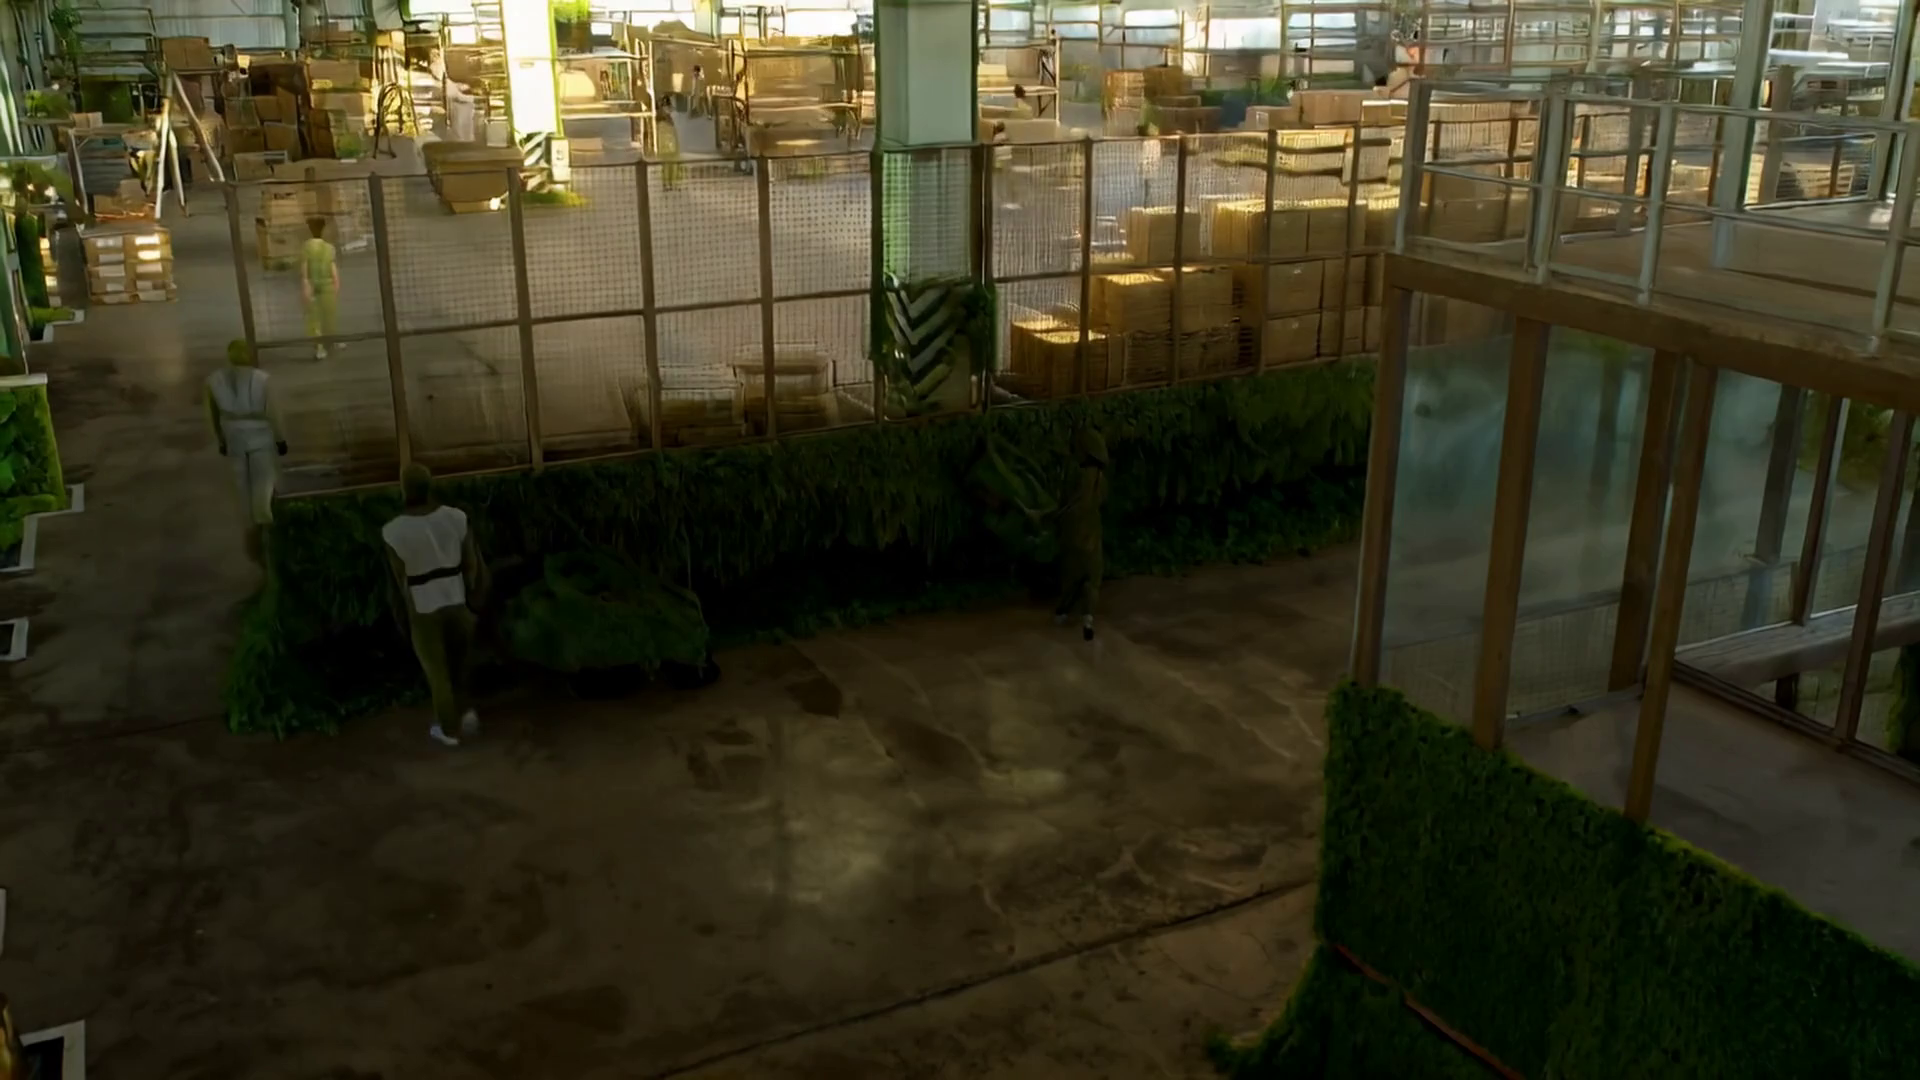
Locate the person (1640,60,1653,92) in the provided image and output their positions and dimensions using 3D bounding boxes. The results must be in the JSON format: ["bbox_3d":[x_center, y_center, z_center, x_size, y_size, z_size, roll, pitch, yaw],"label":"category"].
[{"bbox_3d":[22.593,-14.815,54.929,0.613,2.023,0.606,-13,23,-34],"label":"person"}]

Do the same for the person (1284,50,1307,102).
[{"bbox_3d":[12.671,-17.392,62.468,0.765,1.969,0.615,-4,19,-12],"label":"person"}]

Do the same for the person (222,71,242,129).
[{"bbox_3d":[-22.873,-13.810,52.291,0.569,1.847,1.053,-13,23,-34],"label":"person"}]

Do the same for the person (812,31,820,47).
[{"bbox_3d":[-7.044,-23.810,81.125,0.525,1.927,0.553,-12,22,-30],"label":"person"}]

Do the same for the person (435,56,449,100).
[{"bbox_3d":[-19.925,-17.786,64.034,0.536,1.678,0.675,-1,19,-4],"label":"person"}]

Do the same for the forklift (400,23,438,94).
[{"bbox_3d":[-22.112,-19.218,66.378,1.129,2.768,1.873,13,23,33],"label":"forklift"}]

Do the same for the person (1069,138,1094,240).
[{"bbox_3d":[2.297,-6.634,31.426,0.354,1.877,0.574,-15,24,-38],"label":"person"}]

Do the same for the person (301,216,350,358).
[{"bbox_3d":[-8.430,-3.357,22.017,0.540,1.818,0.971,0,19,-1],"label":"person"}]

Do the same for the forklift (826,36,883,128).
[{"bbox_3d":[-3.320,-14.655,53.151,1.873,2.768,1.129,-9,21,-25],"label":"forklift"}]

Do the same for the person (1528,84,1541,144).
[{"bbox_3d":[16.639,-12.313,48.148,0.535,1.697,0.322,-14,23,-35],"label":"person"}]

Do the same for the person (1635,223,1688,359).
[{"bbox_3d":[9.100,-3.218,21.466,0.584,1.906,0.602,-14,23,-35],"label":"person"}]

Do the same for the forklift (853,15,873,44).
[{"bbox_3d":[-4.405,-22.819,76.819,1.129,2.768,1.873,-6,20,-17],"label":"forklift"}]

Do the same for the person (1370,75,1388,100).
[{"bbox_3d":[12.285,-12.671,48.836,0.611,1.935,0.921,-7,20,-20],"label":"person"}]

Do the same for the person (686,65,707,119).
[{"bbox_3d":[-8.916,-15.168,56.306,0.959,1.793,0.698,-13,23,-34],"label":"person"}]

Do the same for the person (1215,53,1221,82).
[{"bbox_3d":[11.467,-21.534,74.530,0.542,1.929,0.374,16,24,38],"label":"person"}]

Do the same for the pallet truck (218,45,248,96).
[{"bbox_3d":[-28.879,-18.665,66.111,0.823,1.965,1.885,-3,19,-9],"label":"pallet truck"}]

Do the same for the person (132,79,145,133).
[{"bbox_3d":[-25.384,-13.403,51.414,0.525,1.632,0.318,4,20,13],"label":"person"}]

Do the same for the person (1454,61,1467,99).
[{"bbox_3d":[16.866,-15.101,55.889,0.661,1.915,0.645,5,20,14],"label":"person"}]

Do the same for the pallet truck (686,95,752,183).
[{"bbox_3d":[-5.836,-9.608,39.856,0.823,1.965,1.885,10,22,27],"label":"pallet truck"}]

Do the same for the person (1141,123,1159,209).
[{"bbox_3d":[3.904,-7.595,34.187,0.354,1.886,0.573,3,19,10],"label":"person"}]

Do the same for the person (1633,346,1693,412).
[{"bbox_3d":[6.969,-1.448,16.490,0.885,1.805,0.512,-17,25,-40],"label":"person"}]

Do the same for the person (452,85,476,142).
[{"bbox_3d":[-13.567,-11.511,45.559,0.641,1.890,1.033,-10,21,-27],"label":"person"}]

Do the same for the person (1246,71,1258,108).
[{"bbox_3d":[9.784,-14.873,55.676,0.366,1.624,0.511,13,23,33],"label":"person"}]

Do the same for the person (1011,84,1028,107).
[{"bbox_3d":[1.483,-10.948,43.673,0.704,2.000,0.699,4,19,11],"label":"person"}]

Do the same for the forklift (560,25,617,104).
[{"bbox_3d":[-14.055,-17.891,62.534,1.873,2.768,1.129,-9,21,-25],"label":"forklift"}]

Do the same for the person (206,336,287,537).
[{"bbox_3d":[-6.406,-0.927,14.962,0.639,1.821,0.685,2,19,5],"label":"person"}]

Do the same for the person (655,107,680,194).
[{"bbox_3d":[-6.630,-8.847,37.767,0.588,1.919,0.390,12,22,30],"label":"person"}]

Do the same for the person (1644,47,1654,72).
[{"bbox_3d":[28.647,-19.657,69.335,0.315,1.767,0.533,-11,22,-29],"label":"person"}]

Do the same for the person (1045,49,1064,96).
[{"bbox_3d":[3.731,-18.744,66.492,0.966,1.905,0.643,17,26,41],"label":"person"}]

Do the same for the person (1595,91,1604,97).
[{"bbox_3d":[16.147,-10.407,42.258,0.542,1.939,0.362,-4,19,-11],"label":"person"}]

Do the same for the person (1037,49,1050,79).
[{"bbox_3d":[3.841,-21.935,76.110,0.530,1.647,0.882,13,23,32],"label":"person"}]

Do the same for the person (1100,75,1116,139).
[{"bbox_3d":[4.435,-12.938,49.722,0.511,1.860,0.325,14,24,36],"label":"person"}]

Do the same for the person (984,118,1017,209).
[{"bbox_3d":[0.841,-8.009,35.382,0.989,1.897,0.617,10,21,26],"label":"person"}]

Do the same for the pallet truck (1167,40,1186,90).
[{"bbox_3d":[9.045,-19.971,69.895,0.823,1.965,1.885,-3,19,-8],"label":"pallet truck"}]

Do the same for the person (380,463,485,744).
[{"bbox_3d":[-3.461,0.430,10.930,0.476,1.891,0.597,18,26,42],"label":"person"}]
